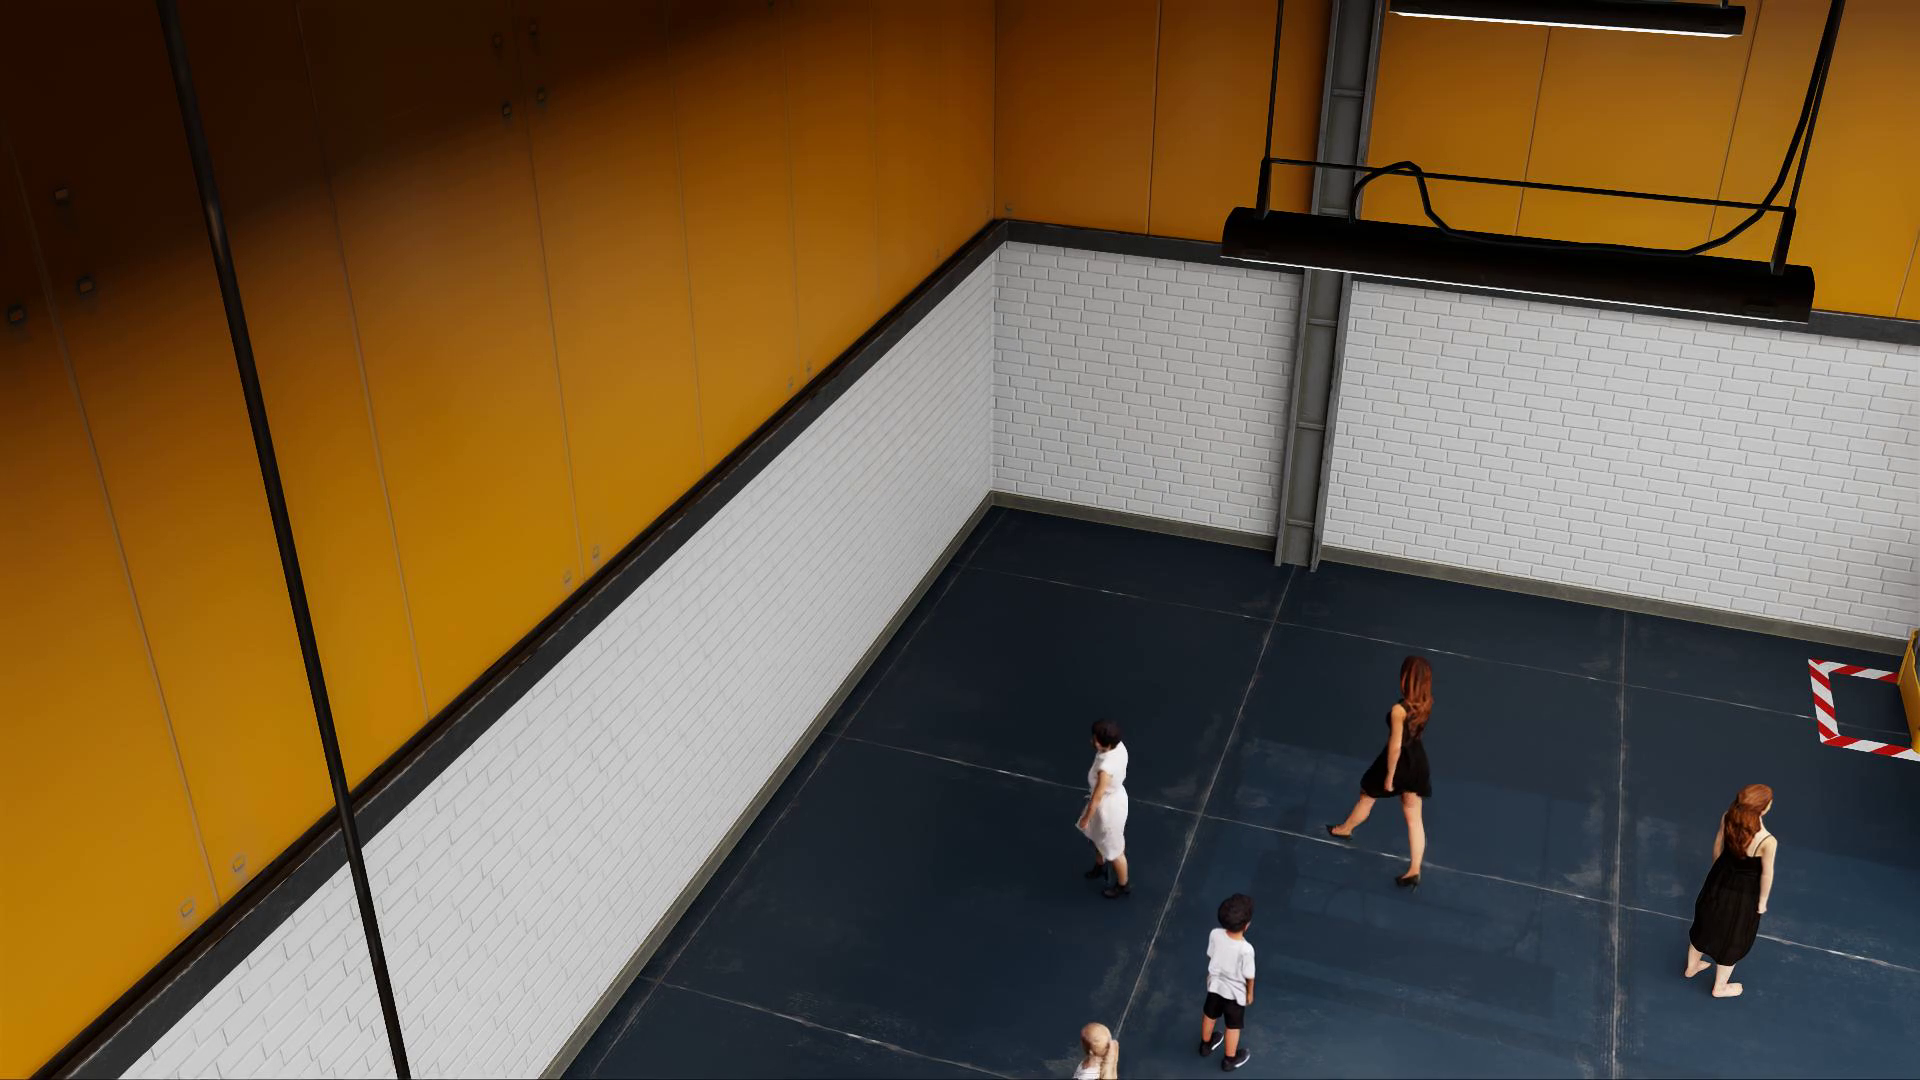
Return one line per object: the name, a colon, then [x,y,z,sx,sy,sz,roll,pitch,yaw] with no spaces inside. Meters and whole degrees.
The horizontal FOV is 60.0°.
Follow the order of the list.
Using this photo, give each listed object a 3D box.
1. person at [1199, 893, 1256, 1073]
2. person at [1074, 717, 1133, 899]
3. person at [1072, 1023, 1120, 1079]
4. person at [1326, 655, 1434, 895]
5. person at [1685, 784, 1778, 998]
person: [1.648,2.716,10.215,0.515,1.253,0.611,24,37,37]
person: [1.099,1.887,11.451,0.664,1.526,0.563,8,30,15]
person: [0.798,3.227,9.275,0.974,1.258,0.739,24,37,37]
person: [3.152,1.671,11.561,0.969,1.800,1.129,-19,34,-31]
person: [4.977,2.235,10.709,0.741,1.625,0.675,-15,32,-25]
